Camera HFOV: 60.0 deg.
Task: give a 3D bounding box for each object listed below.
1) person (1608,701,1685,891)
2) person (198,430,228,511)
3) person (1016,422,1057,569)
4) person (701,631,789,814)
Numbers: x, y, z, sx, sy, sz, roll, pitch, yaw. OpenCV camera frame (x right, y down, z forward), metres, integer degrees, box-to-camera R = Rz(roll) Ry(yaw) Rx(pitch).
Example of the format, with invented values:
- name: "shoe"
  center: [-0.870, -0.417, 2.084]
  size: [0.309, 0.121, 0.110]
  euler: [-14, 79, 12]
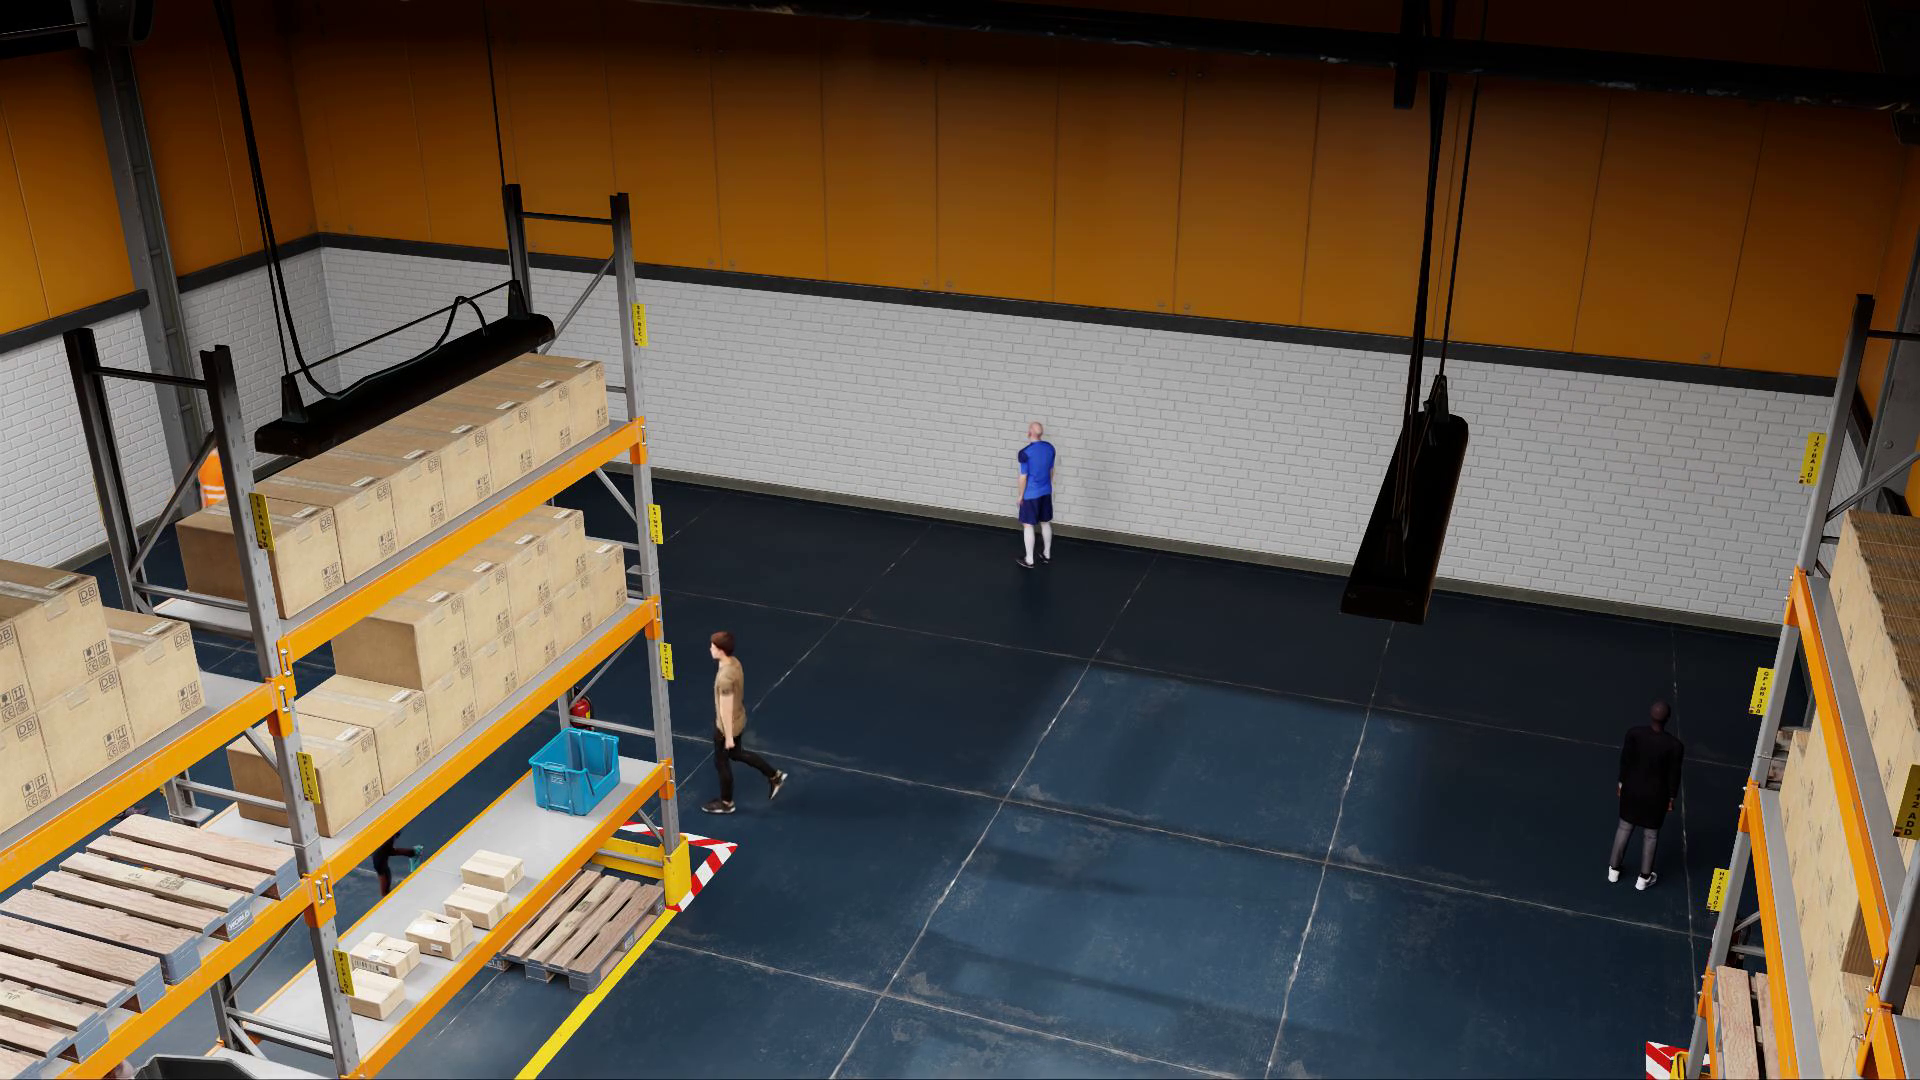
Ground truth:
- name: "person"
  center: [5.817, 2.151, 14.126]
  size: [0.702, 1.762, 0.645]
  euler: [16, 28, 32]
- name: "person"
  center: [-8.799, -0.368, 19.763]
  size: [0.761, 1.862, 0.969]
  euler: [6, 24, 13]
- name: "person"
  center: [0.922, -0.567, 20.244]
  size: [0.714, 1.841, 0.810]
  euler: [-14, 27, -30]
- name: "person"
  center: [-1.999, 1.676, 15.122]
  size: [0.956, 1.833, 1.078]
  euler: [0, 24, -1]
